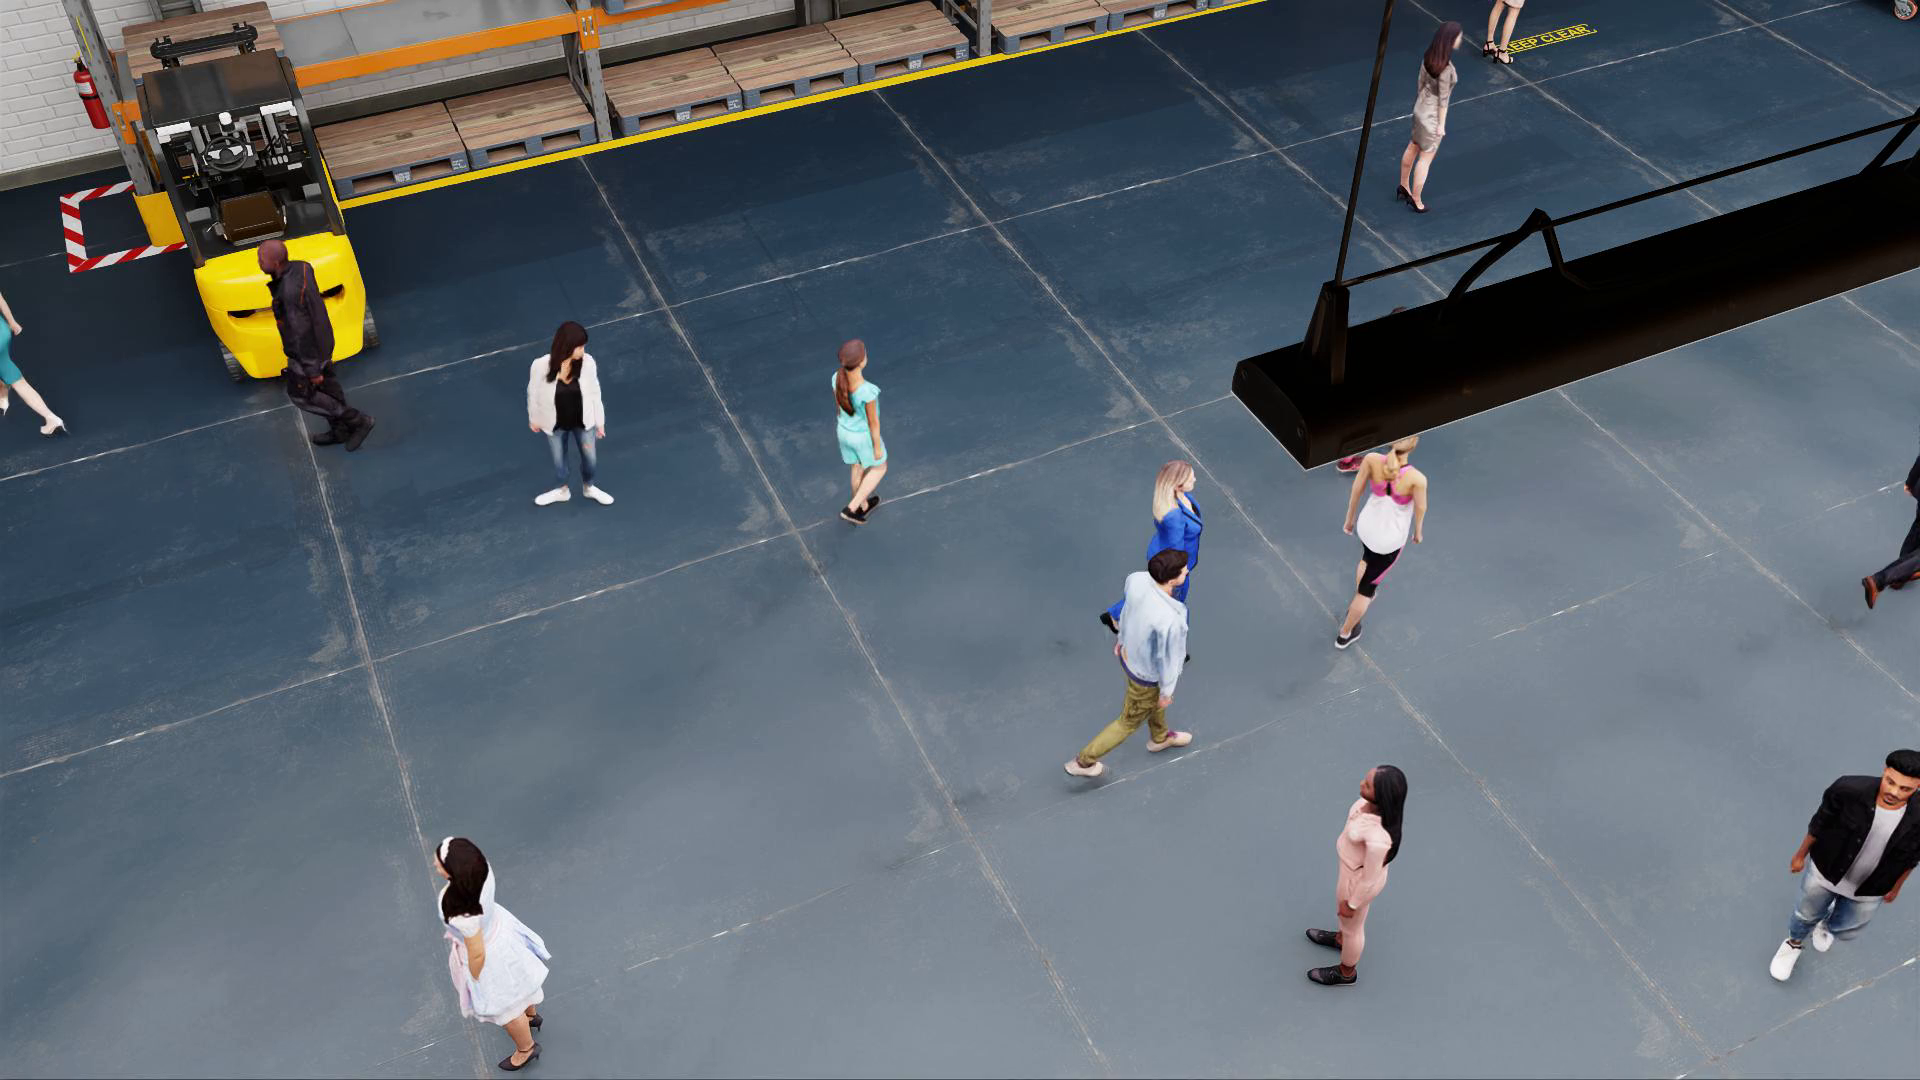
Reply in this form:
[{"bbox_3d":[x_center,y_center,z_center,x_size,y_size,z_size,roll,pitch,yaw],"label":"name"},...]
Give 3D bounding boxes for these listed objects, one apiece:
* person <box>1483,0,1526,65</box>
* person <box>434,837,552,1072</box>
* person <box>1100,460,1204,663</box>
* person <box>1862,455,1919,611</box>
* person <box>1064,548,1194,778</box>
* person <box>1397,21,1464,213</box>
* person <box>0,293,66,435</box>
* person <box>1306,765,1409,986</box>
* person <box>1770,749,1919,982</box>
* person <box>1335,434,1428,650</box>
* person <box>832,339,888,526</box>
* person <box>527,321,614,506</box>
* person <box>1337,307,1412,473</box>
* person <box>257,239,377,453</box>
[{"bbox_3d":[5.484,-5.601,16.386,0.490,1.829,0.569,-18,47,-18],"label":"person"},{"bbox_3d":[-2.350,2.073,8.339,0.850,1.818,0.812,-2,44,-2],"label":"person"},{"bbox_3d":[1.215,0.161,10.441,0.953,1.687,0.831,2,44,2],"label":"person"},{"bbox_3d":[6.355,-0.254,10.805,0.985,1.785,0.701,-17,46,-17],"label":"person"},{"bbox_3d":[1.011,0.766,9.743,1.163,1.773,0.818,-11,45,-12],"label":"person"},{"bbox_3d":[4.071,-3.669,14.420,0.567,1.744,0.639,-10,44,-10],"label":"person"},{"bbox_3d":[-6.992,-1.433,12.140,1.042,1.650,0.914,8,44,8],"label":"person"},{"bbox_3d":[2.106,1.751,8.746,0.727,1.721,0.701,8,44,8],"label":"person"},{"bbox_3d":[4.735,1.661,8.788,0.878,1.795,0.936,24,49,23],"label":"person"},{"bbox_3d":[2.611,0.023,10.531,0.796,1.763,0.938,33,53,30],"label":"person"},{"bbox_3d":[-0.733,-0.693,11.433,0.714,1.554,0.799,29,51,27],"label":"person"},{"bbox_3d":[-2.781,-0.861,11.567,0.574,1.614,0.861,-3,44,-3],"label":"person"},{"bbox_3d":[2.986,-1.050,11.913,0.960,1.409,0.578,-16,46,-17],"label":"person"},{"bbox_3d":[-4.587,-1.405,11.994,0.843,1.811,0.813,-7,44,-8],"label":"person"}]
